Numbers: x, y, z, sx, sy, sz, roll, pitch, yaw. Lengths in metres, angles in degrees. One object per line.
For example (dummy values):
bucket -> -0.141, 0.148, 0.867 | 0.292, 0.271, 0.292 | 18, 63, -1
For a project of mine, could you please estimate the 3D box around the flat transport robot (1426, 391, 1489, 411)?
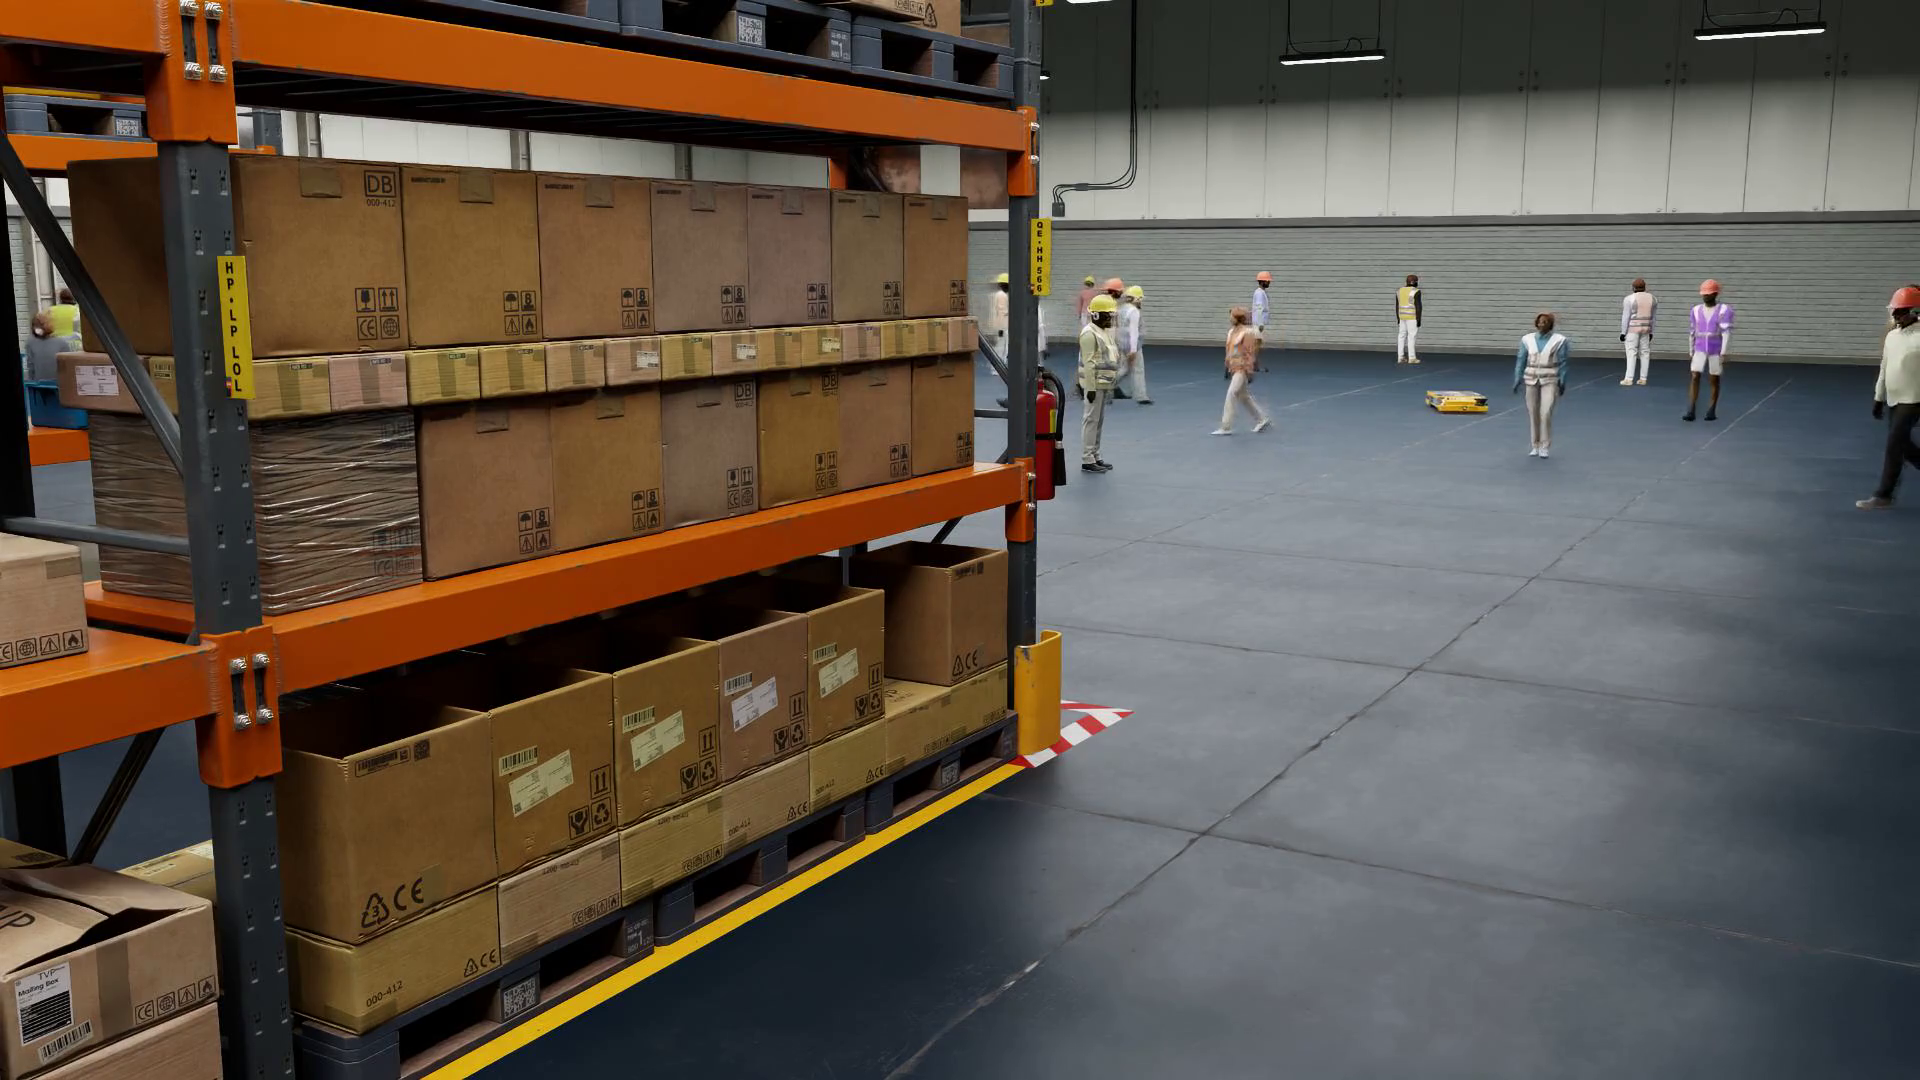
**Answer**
flat transport robot -> 7.216, -2.027, 24.178 | 0.652, 0.197, 1.431 | 1, 10, 7

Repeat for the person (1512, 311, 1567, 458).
person -> 6.393, -1.713, 18.393 | 0.533, 1.613, 0.674 | 7, 12, 34

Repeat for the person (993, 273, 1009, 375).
person -> 0.872, -3.998, 30.949 | 0.578, 1.908, 0.587 | -1, 10, -4

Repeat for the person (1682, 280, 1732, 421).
person -> 10.053, -2.537, 22.385 | 0.562, 1.895, 0.891 | 8, 12, 39

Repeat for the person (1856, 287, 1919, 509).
person -> 8.425, -1.246, 14.681 | 0.874, 1.965, 0.626 | -1, 10, -4

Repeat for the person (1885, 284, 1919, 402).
person -> 14.206, -2.934, 24.977 | 0.822, 1.819, 0.522 | -9, 13, -43

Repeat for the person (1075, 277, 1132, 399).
person -> 2.238, -3.115, 25.797 | 0.868, 1.909, 0.544 | -1, 10, -9

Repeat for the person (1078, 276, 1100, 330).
person -> 3.076, -5.352, 39.344 | 0.545, 1.733, 0.813 | 3, 10, 19

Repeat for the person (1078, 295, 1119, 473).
person -> 1.431, -1.612, 17.185 | 0.403, 1.830, 0.601 | 3, 10, 19

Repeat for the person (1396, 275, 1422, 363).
person -> 9.385, -4.609, 34.719 | 0.430, 1.839, 0.625 | -6, 11, -32

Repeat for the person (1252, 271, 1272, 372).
person -> 5.810, -4.205, 32.055 | 0.373, 1.939, 0.545 | 2, 10, 11

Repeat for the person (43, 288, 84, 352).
person -> -11.809, -2.452, 22.202 | 0.631, 1.809, 0.833 | 0, 10, -3

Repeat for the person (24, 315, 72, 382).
person -> -10.258, -1.764, 18.836 | 0.563, 1.570, 0.896 | -2, 10, -10

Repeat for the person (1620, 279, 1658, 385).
person -> 11.700, -3.589, 28.754 | 0.624, 1.838, 0.430 | -2, 10, -11

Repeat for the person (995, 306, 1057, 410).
person -> 0.973, -2.771, 23.920 | 1.022, 1.846, 0.623 | -3, 10, -19

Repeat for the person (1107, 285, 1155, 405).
person -> 2.483, -2.888, 24.787 | 0.773, 1.799, 0.619 | -3, 10, -18

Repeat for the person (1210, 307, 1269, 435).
person -> 3.538, -2.116, 20.810 | 0.819, 1.607, 0.530 | -3, 10, -16
